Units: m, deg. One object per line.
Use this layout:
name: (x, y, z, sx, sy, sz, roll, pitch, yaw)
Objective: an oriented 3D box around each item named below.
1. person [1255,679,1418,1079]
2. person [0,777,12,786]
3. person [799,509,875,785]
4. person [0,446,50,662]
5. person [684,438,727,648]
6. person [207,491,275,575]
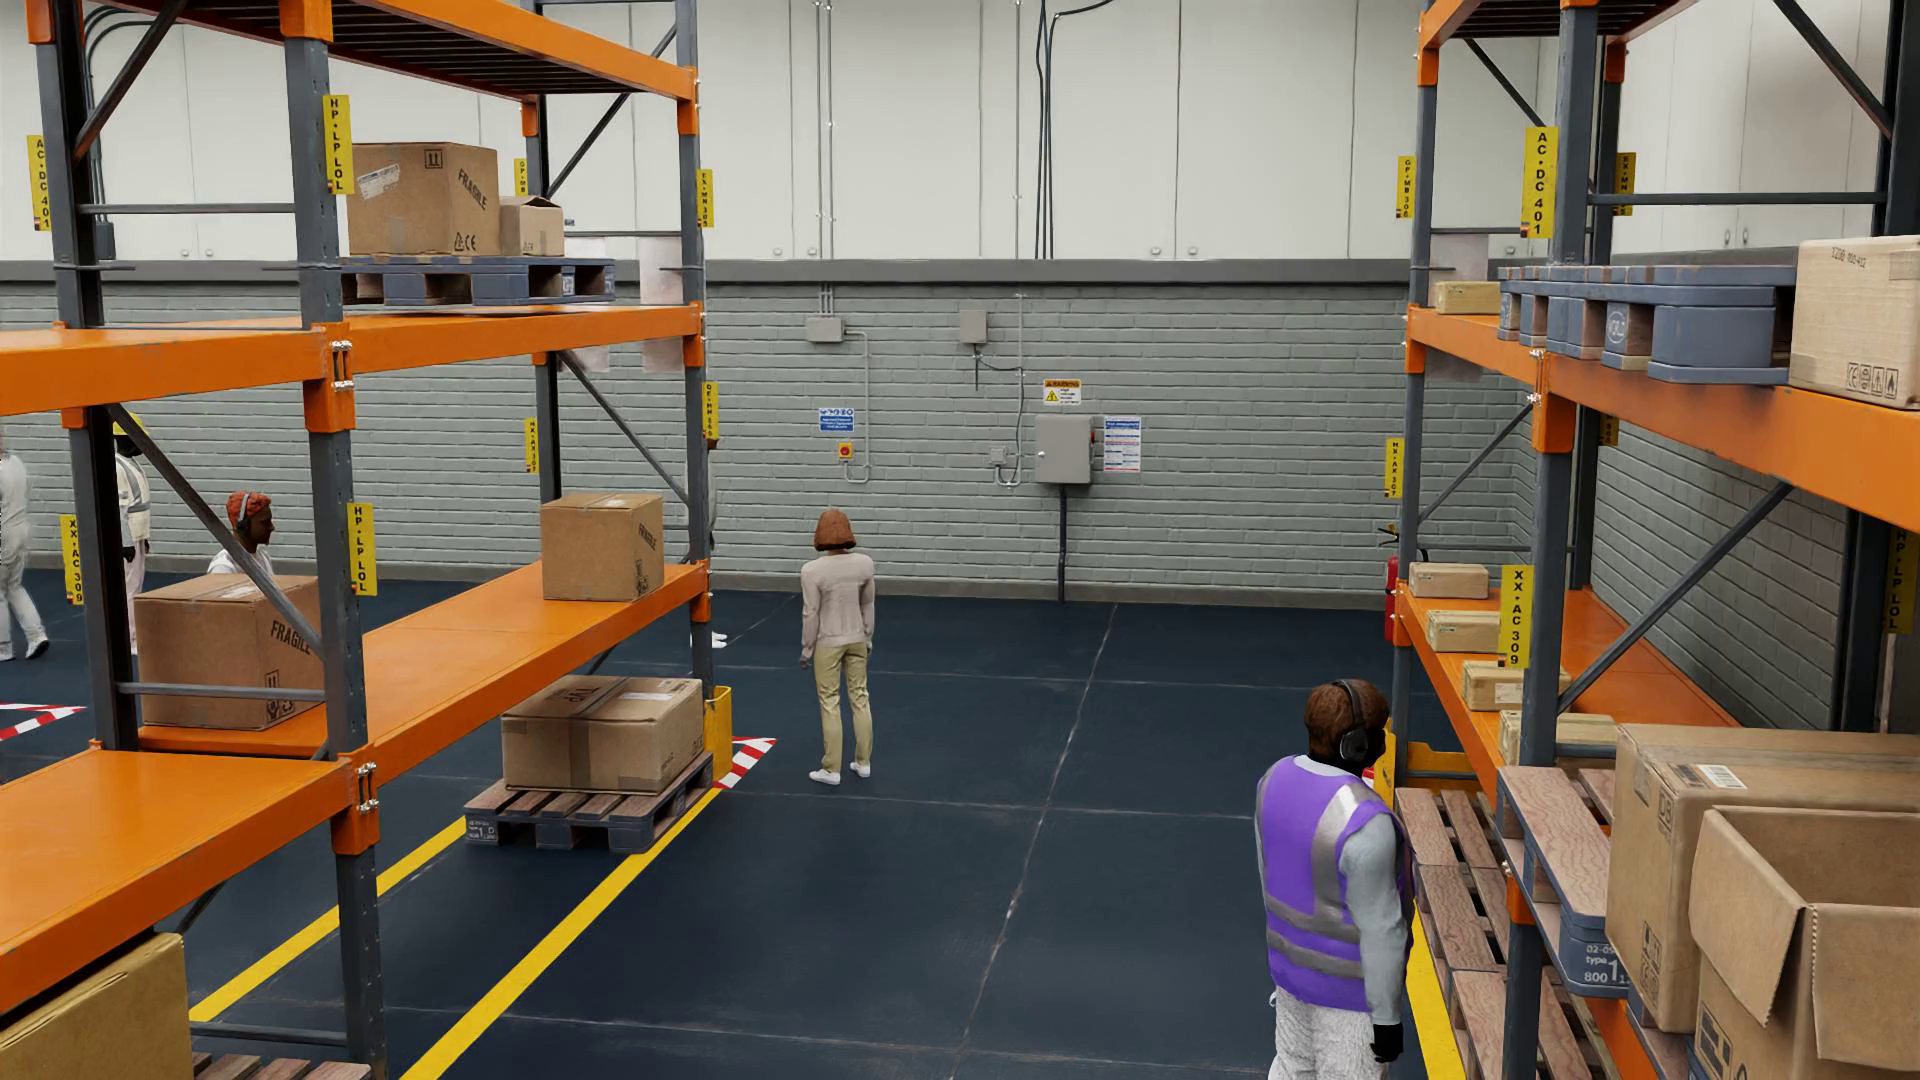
person: (1.135, 1.316, 4.994, 0.429, 1.844, 0.627, -4, 10, -21)
person: (-5.814, 0.669, 9.344, 0.527, 1.733, 0.831, 2, 9, 9)
person: (-0.727, 0.631, 9.860, 0.502, 1.631, 0.286, -7, 11, -35)
person: (-7.375, 0.030, 12.807, 0.578, 1.878, 0.737, -1, 9, -6)
person: (-2.061, -0.069, 13.441, 0.328, 1.874, 0.521, -1, 9, -5)
person: (-3.764, 0.674, 8.845, 0.358, 1.880, 0.575, 0, 9, -1)
